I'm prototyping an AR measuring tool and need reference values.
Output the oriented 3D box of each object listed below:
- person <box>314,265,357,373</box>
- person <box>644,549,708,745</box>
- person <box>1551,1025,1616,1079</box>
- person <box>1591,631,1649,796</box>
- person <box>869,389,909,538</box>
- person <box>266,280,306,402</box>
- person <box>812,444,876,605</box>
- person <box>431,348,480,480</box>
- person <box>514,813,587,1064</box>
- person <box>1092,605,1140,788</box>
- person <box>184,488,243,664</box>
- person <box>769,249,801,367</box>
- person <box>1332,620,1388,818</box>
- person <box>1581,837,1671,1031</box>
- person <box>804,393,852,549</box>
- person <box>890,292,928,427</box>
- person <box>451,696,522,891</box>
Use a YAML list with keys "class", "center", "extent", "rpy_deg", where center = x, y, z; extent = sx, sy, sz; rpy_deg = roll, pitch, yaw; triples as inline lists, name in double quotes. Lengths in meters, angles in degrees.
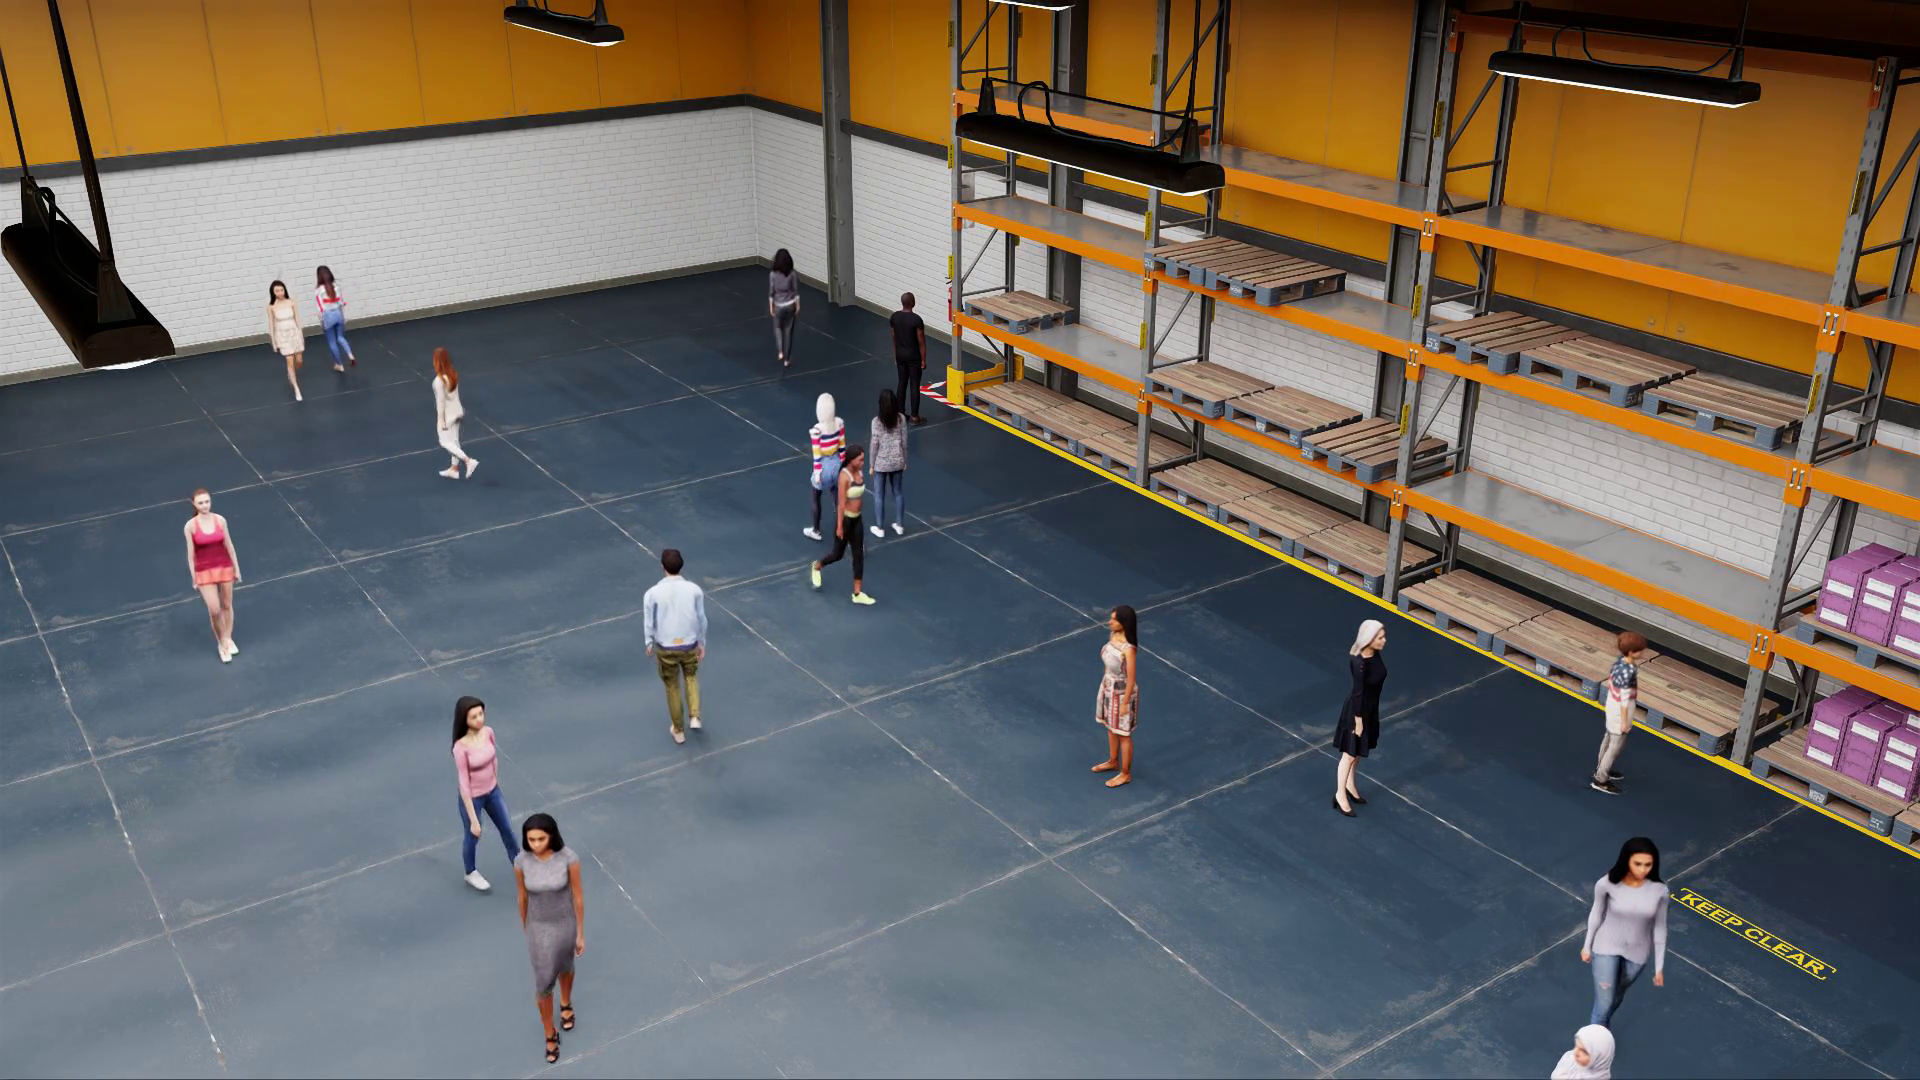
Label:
- class: "person"
  center: [-9.172, -3.227, 24.413]
  extent: [0.786, 1.601, 0.704]
  rpy_deg: [17, 29, 34]
- class: "person"
  center: [-2.463, 0.969, 14.570]
  extent: [0.748, 1.796, 0.717]
  rpy_deg: [-9, 25, -20]
- class: "person"
  center: [3.342, 3.375, 9.092]
  extent: [0.740, 1.776, 0.597]
  rpy_deg: [-5, 24, -11]
- class: "person"
  center: [5.537, 1.422, 13.979]
  extent: [0.681, 1.440, 0.620]
  rpy_deg: [3, 24, 8]
- class: "person"
  center: [-0.811, -0.878, 18.878]
  extent: [0.648, 1.731, 0.581]
  rpy_deg: [-11, 26, -24]
- class: "person"
  center: [-9.426, -2.810, 23.310]
  extent: [0.591, 1.720, 0.740]
  rpy_deg: [-14, 27, -29]
- class: "person"
  center: [-1.237, -0.188, 17.315]
  extent: [1.158, 1.717, 0.867]
  rpy_deg: [16, 28, 32]
- class: "person"
  center: [-6.193, -1.525, 20.395]
  extent: [0.970, 1.701, 0.868]
  rpy_deg: [8, 25, 17]
- class: "person"
  center: [-2.688, 2.529, 11.047]
  extent: [0.749, 1.759, 0.894]
  rpy_deg: [-5, 24, -12]
- class: "person"
  center: [1.350, 1.289, 14.027]
  extent: [0.760, 1.645, 0.560]
  rpy_deg: [-8, 25, -18]
- class: "person"
  center: [-7.276, 0.292, 16.183]
  extent: [0.603, 1.745, 0.682]
  rpy_deg: [-19, 30, -36]
- class: "person"
  center: [-2.601, -3.417, 24.664]
  extent: [0.733, 1.747, 0.775]
  rpy_deg: [-2, 24, -4]
- class: "person"
  center: [3.268, 1.436, 13.570]
  extent: [0.702, 1.742, 0.702]
  rpy_deg: [13, 27, 28]
- class: "person"
  center: [4.301, 2.636, 10.864]
  extent: [0.999, 1.710, 1.065]
  rpy_deg: [3, 24, 7]
- class: "person"
  center: [-1.396, -0.734, 18.494]
  extent: [0.803, 1.774, 1.189]
  rpy_deg: [-22, 32, -40]
- class: "person"
  center: [-0.688, -2.439, 22.337]
  extent: [0.659, 1.820, 0.805]
  rpy_deg: [13, 27, 28]
- class: "person"
  center: [-3.659, 1.931, 12.480]
  extent: [1.170, 1.708, 0.909]
  rpy_deg: [13, 27, 28]
